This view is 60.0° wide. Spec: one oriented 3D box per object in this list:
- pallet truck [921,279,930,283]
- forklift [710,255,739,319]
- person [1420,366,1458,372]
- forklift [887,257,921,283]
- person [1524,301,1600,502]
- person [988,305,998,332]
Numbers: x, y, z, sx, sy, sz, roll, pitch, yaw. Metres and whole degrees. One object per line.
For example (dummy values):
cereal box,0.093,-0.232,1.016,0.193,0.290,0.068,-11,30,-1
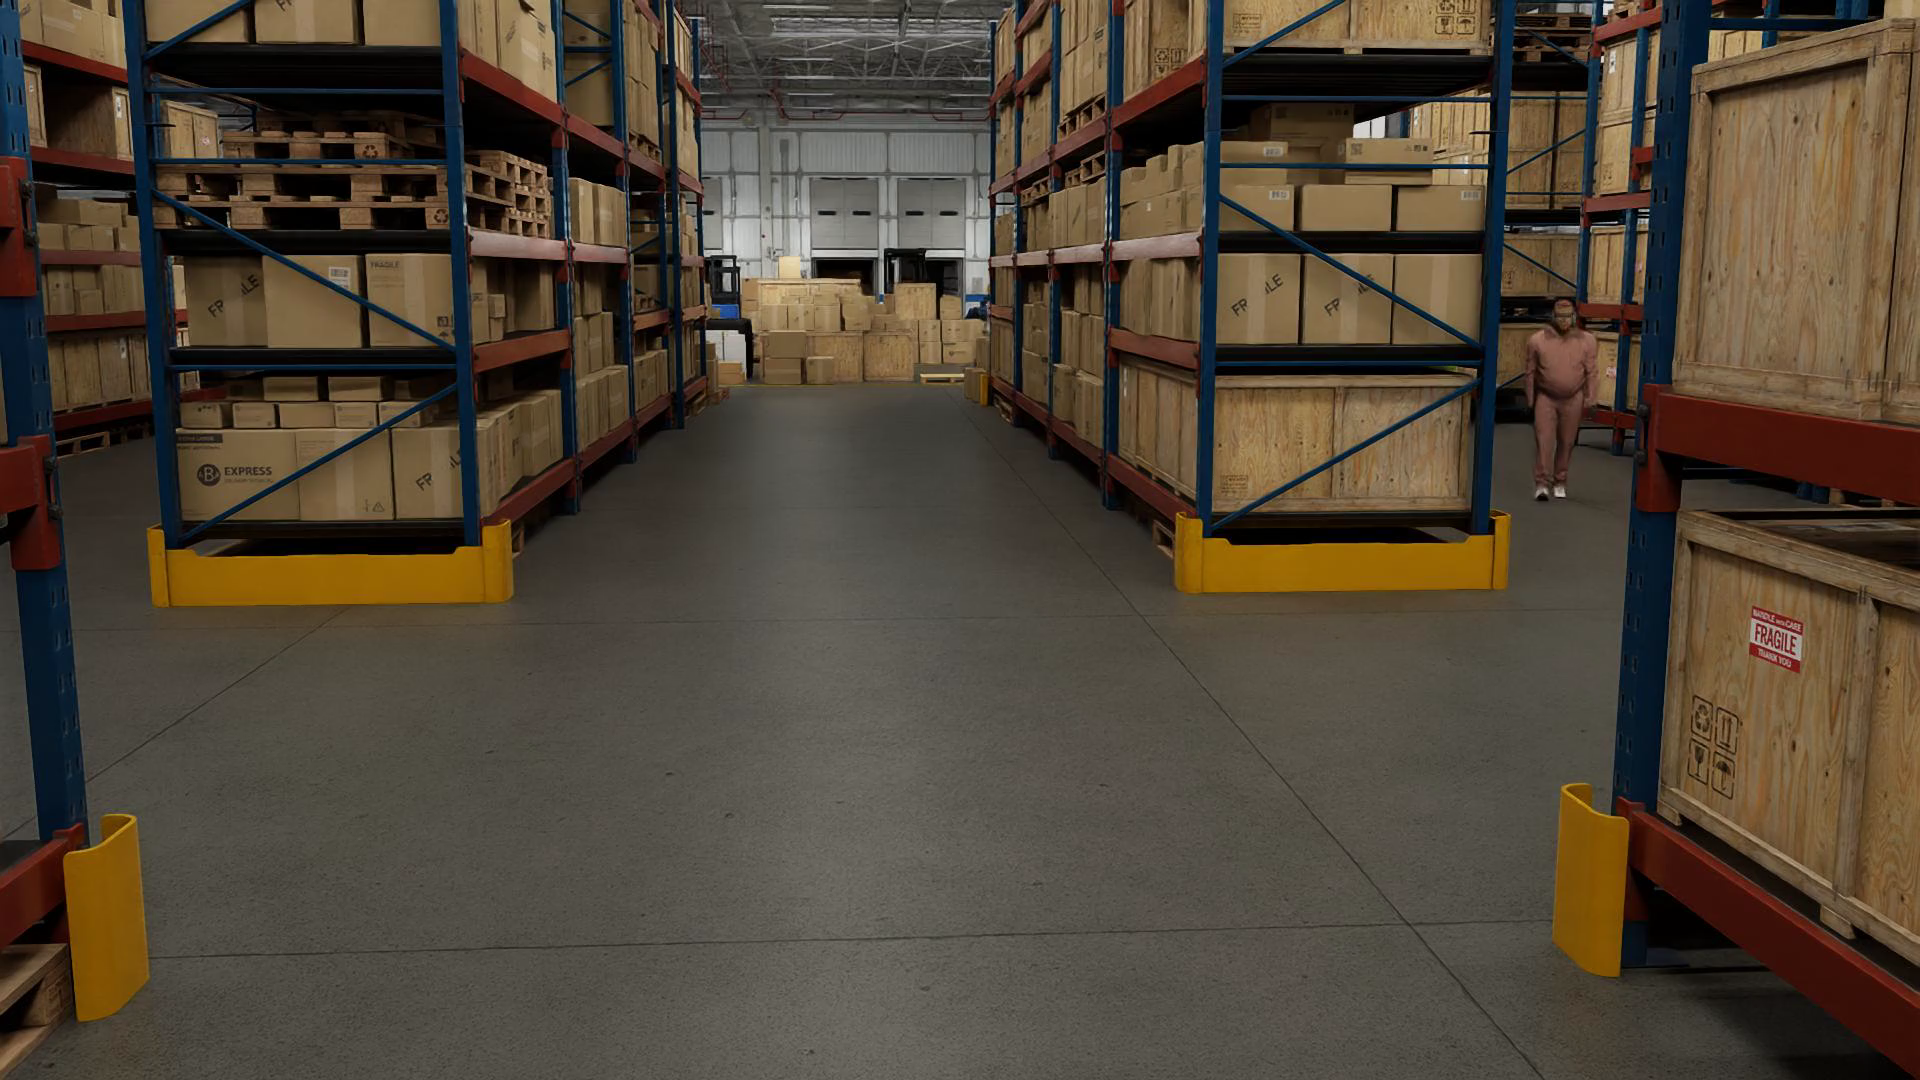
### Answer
pallet truck,-0.932,-8.922,63.114,1.885,1.965,0.823,2,9,13
forklift,-8.368,-8.713,59.038,1.129,2.768,1.873,-1,9,-4
person,4.273,-1.110,15.004,0.318,1.697,0.535,-7,11,-37
forklift,-1.475,-6.327,44.059,1.129,2.768,1.873,-1,9,-4
person,5.616,-1.281,15.535,0.658,1.860,0.954,3,9,15
person,0.742,-4.314,34.402,0.524,1.927,0.560,4,10,26
